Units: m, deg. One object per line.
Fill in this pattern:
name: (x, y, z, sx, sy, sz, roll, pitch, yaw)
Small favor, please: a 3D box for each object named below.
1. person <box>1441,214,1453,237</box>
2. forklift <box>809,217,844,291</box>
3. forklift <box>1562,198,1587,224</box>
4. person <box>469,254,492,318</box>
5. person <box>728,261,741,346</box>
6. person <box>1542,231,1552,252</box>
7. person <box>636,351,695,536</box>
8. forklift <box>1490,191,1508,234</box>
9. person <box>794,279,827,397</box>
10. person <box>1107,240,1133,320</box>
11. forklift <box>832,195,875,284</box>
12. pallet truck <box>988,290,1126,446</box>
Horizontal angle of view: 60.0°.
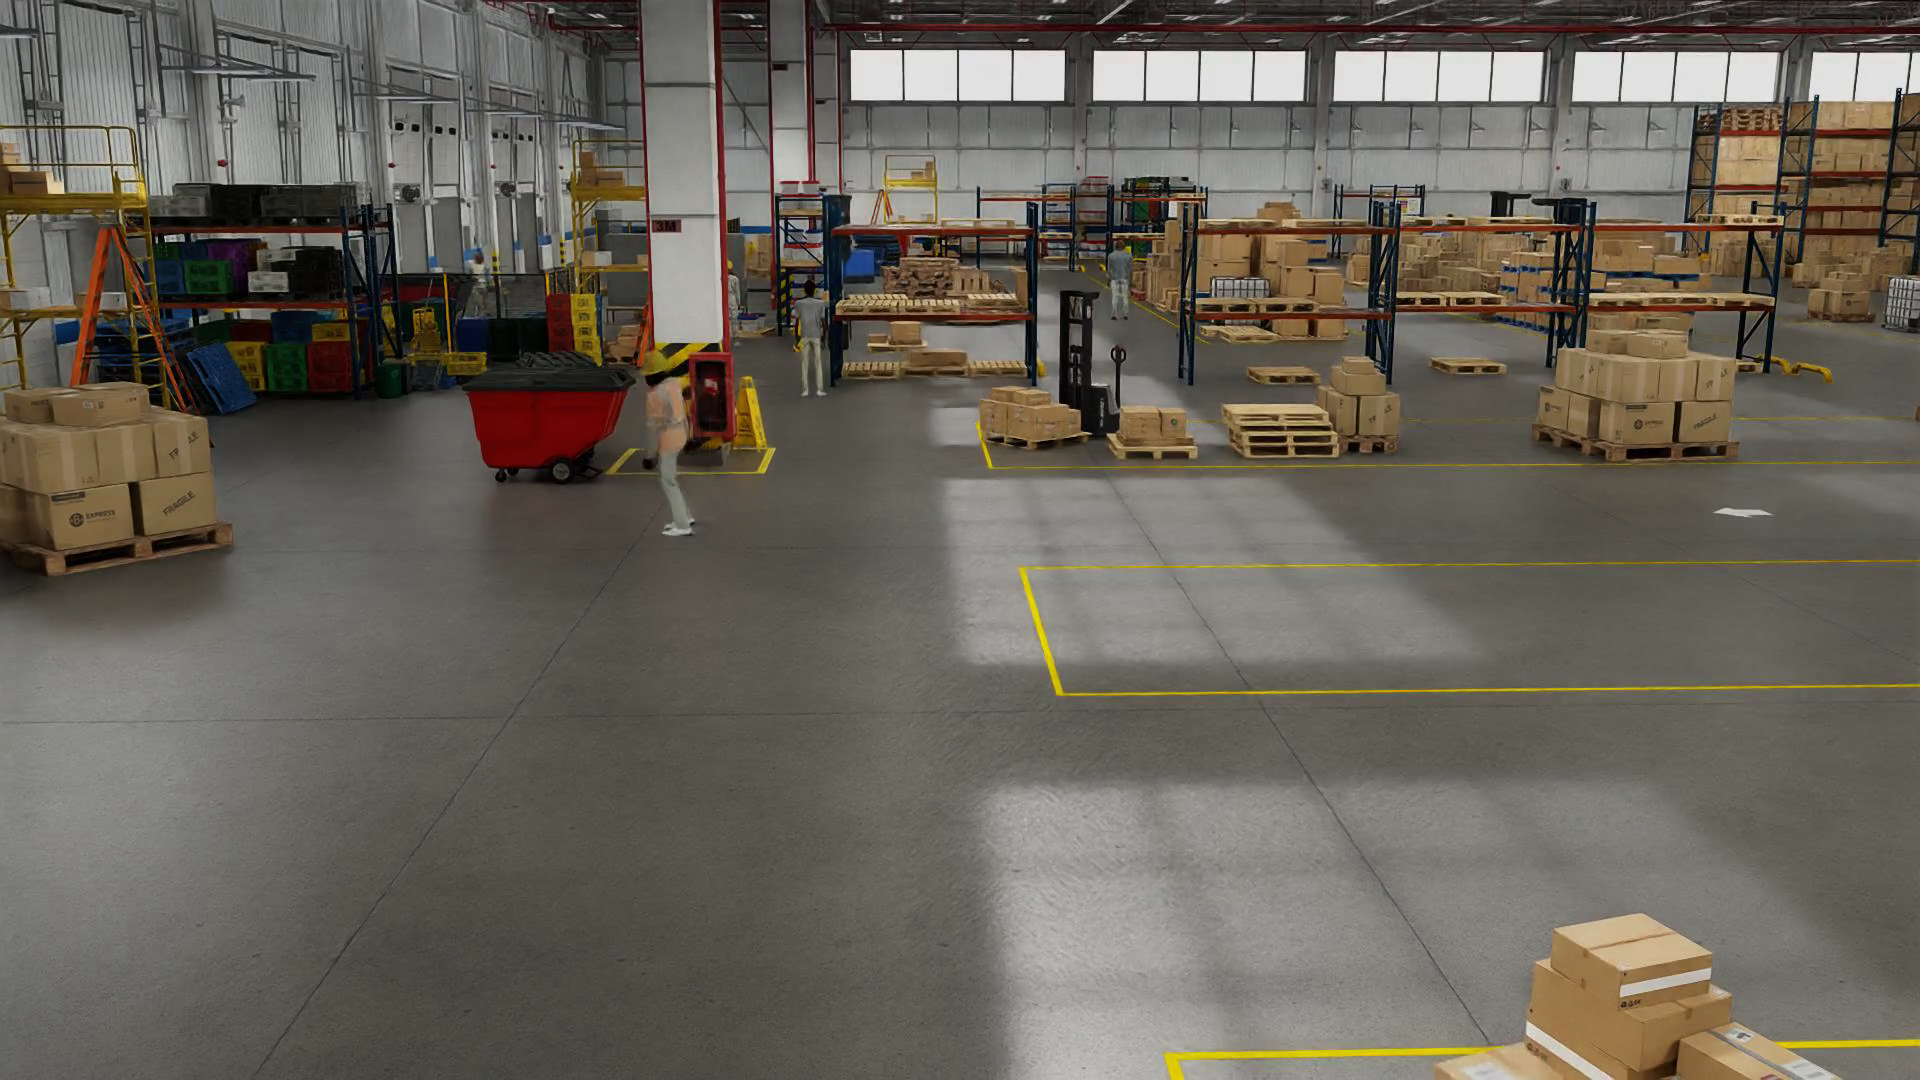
person: (19.202, -11.842, 65.329, 0.633, 1.938, 0.356, 0, 12, -2)
forklift: (-4.375, -8.619, 48.637, 1.873, 2.768, 1.129, 0, 12, -2)
forklift: (17.204, -8.212, 46.797, 1.873, 2.768, 1.129, 0, 12, -2)
person: (-11.635, -6.118, 40.288, 0.523, 1.583, 0.848, 0, 12, -1)
person: (-4.782, -4.884, 34.362, 0.491, 1.743, 0.324, 0, 12, -2)
person: (17.356, -8.216, 48.830, 0.619, 1.992, 0.396, 0, 12, -2)
person: (-2.862, -0.928, 16.211, 0.425, 1.863, 0.685, 2, 13, 10)
forklift: (20.305, -11.776, 62.890, 1.873, 2.768, 1.129, 0, 12, -2)
person: (-2.381, -3.207, 26.505, 0.528, 1.869, 0.313, 0, 12, -2)
person: (3.868, -6.278, 40.211, 0.633, 1.938, 0.356, 0, 12, -2)
forklift: (-3.736, -9.499, 52.609, 1.873, 2.768, 1.129, -7, 14, -28)
pallet truck: (1.257, -2.299, 22.111, 1.885, 1.965, 0.823, -9, 15, -35)
